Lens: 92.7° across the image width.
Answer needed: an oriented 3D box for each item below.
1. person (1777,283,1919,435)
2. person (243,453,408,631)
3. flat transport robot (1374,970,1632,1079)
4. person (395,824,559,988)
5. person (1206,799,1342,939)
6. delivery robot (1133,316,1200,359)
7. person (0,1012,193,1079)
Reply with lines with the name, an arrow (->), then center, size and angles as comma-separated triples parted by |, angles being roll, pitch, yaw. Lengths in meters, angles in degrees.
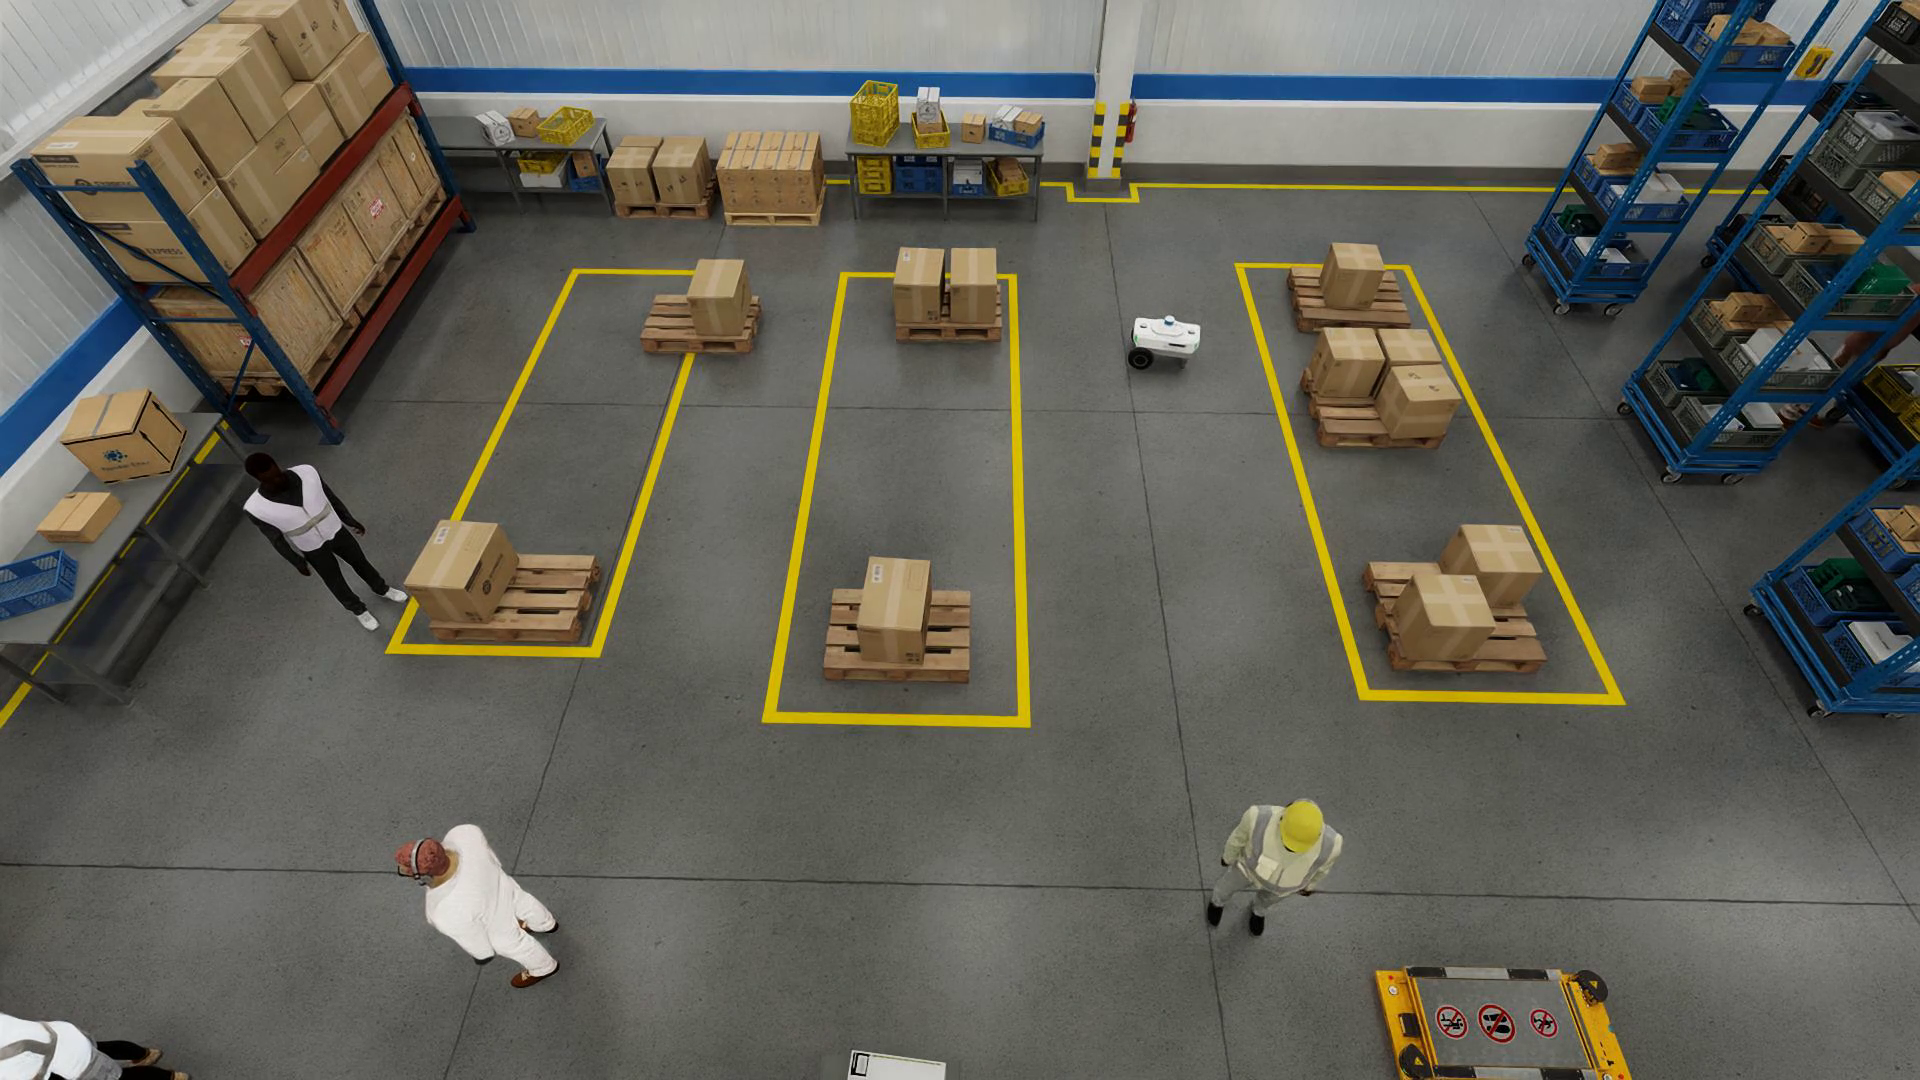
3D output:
person -> 8.811, -1.864, 8.891 | 0.622, 1.998, 0.416 | -11, 52, -9
person -> -5.173, -0.011, 7.423 | 0.383, 1.916, 0.597 | 21, 54, 16
flat transport robot -> 3.501, 3.133, 5.914 | 1.431, 0.197, 0.652 | 1, 51, 1
person -> -2.908, 2.249, 5.588 | 0.410, 1.908, 0.642 | -11, 52, -9
person -> 1.955, 2.072, 5.786 | 0.599, 1.824, 0.403 | 16, 53, 12
delivery robot -> 2.261, -2.230, 10.046 | 0.707, 0.478, 0.477 | 9, 52, 7
person -> -5.108, 2.931, 5.170 | 0.536, 1.688, 0.323 | 25, 55, 19
